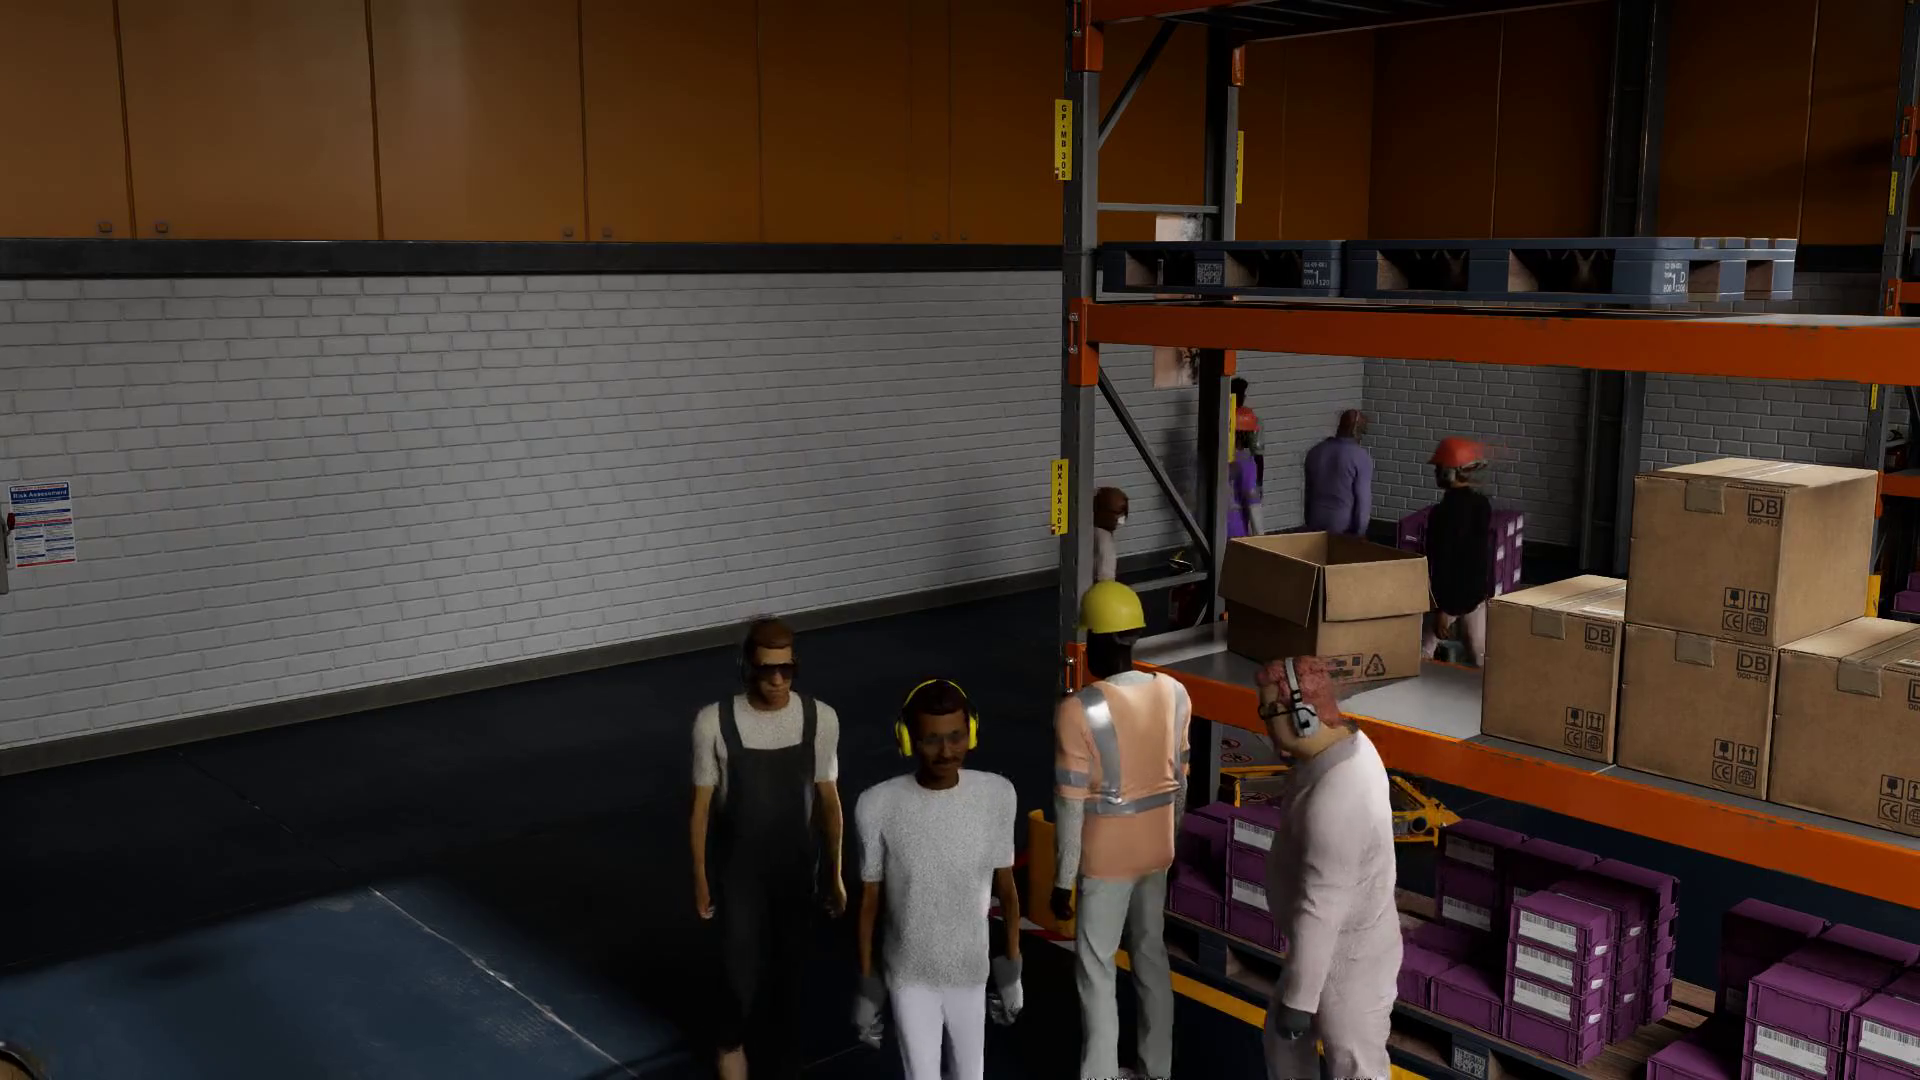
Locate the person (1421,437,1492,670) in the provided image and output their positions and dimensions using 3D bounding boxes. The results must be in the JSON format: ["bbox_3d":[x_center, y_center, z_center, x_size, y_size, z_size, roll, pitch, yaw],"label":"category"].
[{"bbox_3d":[3.053,0.340,10.180,0.630,1.947,1.046,-8,12,-38],"label":"person"}]

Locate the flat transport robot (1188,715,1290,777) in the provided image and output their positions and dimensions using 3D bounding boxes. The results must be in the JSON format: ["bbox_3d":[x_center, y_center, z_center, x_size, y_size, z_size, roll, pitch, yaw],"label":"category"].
[{"bbox_3d":[1.492,1.255,9.702,0.652,0.197,1.431,-1,10,-7],"label":"flat transport robot"}]

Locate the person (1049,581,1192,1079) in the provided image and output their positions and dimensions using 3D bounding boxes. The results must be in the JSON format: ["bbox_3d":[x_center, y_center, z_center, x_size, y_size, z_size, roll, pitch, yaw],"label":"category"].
[{"bbox_3d":[0.547,1.095,5.879,0.589,1.908,0.441,-7,12,-37],"label":"person"}]

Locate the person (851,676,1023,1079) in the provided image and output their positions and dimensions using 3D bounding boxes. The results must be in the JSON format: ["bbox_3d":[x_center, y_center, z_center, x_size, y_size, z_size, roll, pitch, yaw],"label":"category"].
[{"bbox_3d":[-0.079,1.278,5.001,0.525,1.845,0.815,-3,10,-15],"label":"person"}]

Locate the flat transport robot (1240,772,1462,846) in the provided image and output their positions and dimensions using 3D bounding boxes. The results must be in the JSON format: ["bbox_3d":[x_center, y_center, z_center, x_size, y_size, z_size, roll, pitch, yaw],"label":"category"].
[{"bbox_3d":[1.881,1.423,8.724,1.431,0.197,0.652,-1,10,-7],"label":"flat transport robot"}]

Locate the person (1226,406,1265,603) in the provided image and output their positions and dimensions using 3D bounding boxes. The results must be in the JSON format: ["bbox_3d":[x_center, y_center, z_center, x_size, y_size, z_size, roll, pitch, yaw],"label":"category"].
[{"bbox_3d":[2.132,-0.061,12.630,0.845,1.900,0.569,-5,11,-25],"label":"person"}]

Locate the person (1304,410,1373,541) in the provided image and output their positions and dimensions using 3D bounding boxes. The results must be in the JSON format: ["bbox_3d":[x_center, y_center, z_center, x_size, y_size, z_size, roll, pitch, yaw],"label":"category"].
[{"bbox_3d":[3.010,-0.117,13.169,1.003,1.829,0.673,-9,13,-42],"label":"person"}]

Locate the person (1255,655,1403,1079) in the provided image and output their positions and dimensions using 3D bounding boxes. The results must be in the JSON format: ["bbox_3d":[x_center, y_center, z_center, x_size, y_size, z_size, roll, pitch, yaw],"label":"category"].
[{"bbox_3d":[1.071,1.255,5.059,0.727,1.860,0.684,2,10,10],"label":"person"}]

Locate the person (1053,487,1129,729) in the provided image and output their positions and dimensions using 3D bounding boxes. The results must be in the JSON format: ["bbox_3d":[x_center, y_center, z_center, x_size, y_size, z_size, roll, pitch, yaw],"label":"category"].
[{"bbox_3d":[0.903,0.452,10.516,0.646,1.594,0.555,-1,10,-3],"label":"person"}]

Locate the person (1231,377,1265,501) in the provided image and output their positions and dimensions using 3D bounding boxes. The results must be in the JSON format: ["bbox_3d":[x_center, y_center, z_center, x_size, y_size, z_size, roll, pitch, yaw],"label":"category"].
[{"bbox_3d":[2.553,-0.585,15.707,0.606,1.921,1.032,5,11,25],"label":"person"}]

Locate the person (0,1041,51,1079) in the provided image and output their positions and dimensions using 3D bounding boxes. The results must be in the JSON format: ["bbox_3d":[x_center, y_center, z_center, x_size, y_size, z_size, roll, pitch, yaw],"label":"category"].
[{"bbox_3d":[-1.430,1.646,2.573,0.657,1.924,0.493,-1,10,-7],"label":"person"}]

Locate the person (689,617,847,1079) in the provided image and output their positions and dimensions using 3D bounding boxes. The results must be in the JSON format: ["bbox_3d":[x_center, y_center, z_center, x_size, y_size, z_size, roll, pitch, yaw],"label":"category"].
[{"bbox_3d":[-0.672,1.143,5.798,0.530,1.831,0.469,-3,10,-19],"label":"person"}]
